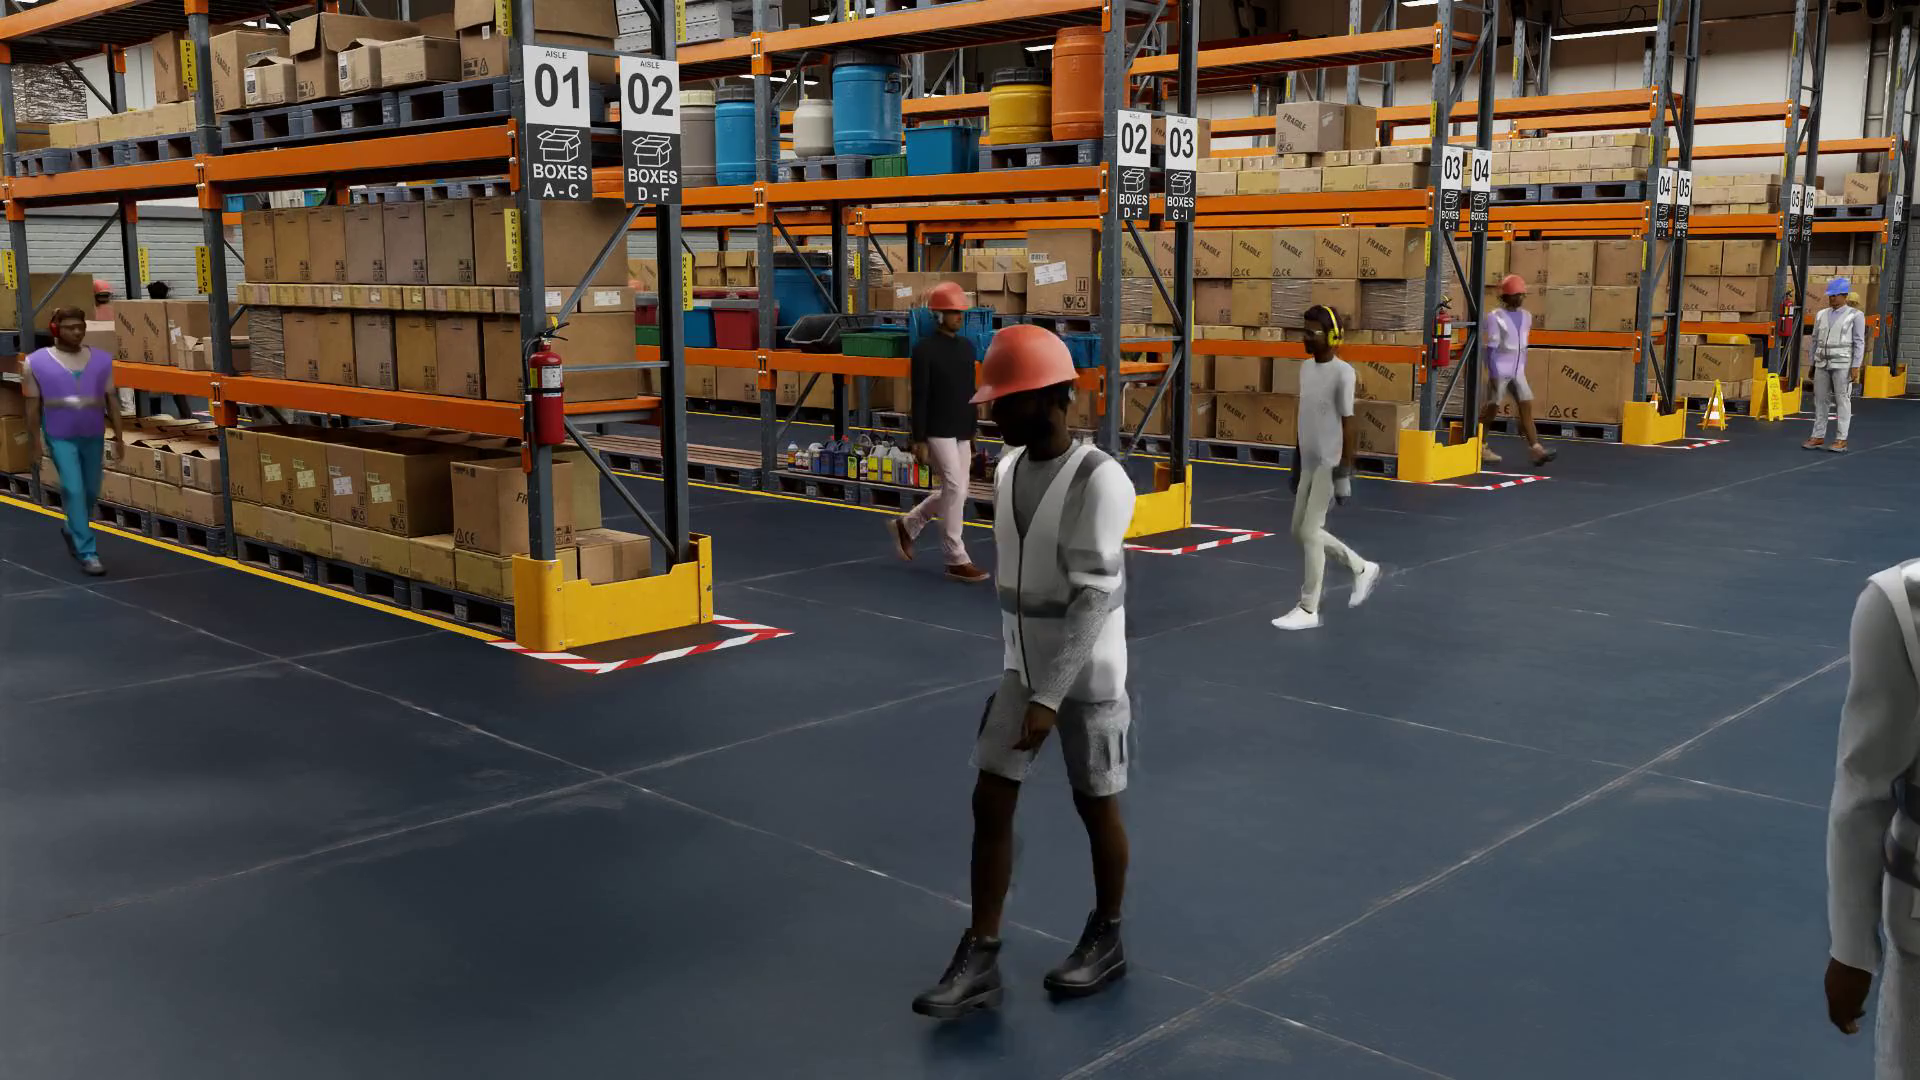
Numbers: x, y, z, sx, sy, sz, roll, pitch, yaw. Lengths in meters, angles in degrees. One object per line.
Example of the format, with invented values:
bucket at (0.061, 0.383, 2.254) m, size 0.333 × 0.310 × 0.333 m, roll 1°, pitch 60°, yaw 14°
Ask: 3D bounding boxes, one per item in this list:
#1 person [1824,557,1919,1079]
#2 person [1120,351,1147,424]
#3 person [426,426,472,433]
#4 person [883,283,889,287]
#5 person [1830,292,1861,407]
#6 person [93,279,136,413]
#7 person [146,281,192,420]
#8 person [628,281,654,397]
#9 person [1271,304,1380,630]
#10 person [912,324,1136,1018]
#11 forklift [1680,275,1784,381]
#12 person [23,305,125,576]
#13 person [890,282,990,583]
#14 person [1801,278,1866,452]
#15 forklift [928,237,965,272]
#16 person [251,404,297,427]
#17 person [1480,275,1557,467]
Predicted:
person at (1.743, 0.666, 2.776) m, size 0.584 × 1.883 × 0.339 m, roll 1°, pitch 9°, yaw 4°
person at (2.225, -2.342, 21.527) m, size 0.657 × 1.802 × 0.799 m, roll 1°, pitch 9°, yaw 9°
person at (-4.706, -1.418, 15.442) m, size 0.458 × 1.918 × 0.653 m, roll 6°, pitch 11°, yaw 31°
person at (-1.291, -3.206, 26.716) m, size 0.646 × 1.806 × 0.884 m, roll -6°, pitch 11°, yaw -35°
person at (13.076, -2.835, 24.785) m, size 0.516 × 1.692 × 0.531 m, roll -5°, pitch 10°, yaw -26°
person at (-9.299, -1.884, 18.269) m, size 1.024 × 1.955 × 0.632 m, roll 8°, pitch 12°, yaw 42°
person at (-9.019, -1.981, 18.911) m, size 1.001 × 1.917 × 0.632 m, roll 8°, pitch 12°, yaw 41°
person at (-4.688, -2.794, 24.008) m, size 1.013 × 1.883 × 0.568 m, roll 8°, pitch 13°, yaw 42°
person at (2.118, -0.422, 9.547) m, size 0.653 × 1.853 × 0.535 m, roll -3°, pitch 10°, yaw -16°
person at (0.183, 0.375, 4.510) m, size 0.856 × 1.891 × 0.534 m, roll -8°, pitch 12°, yaw -41°
forklift at (12.480, -3.427, 27.053) m, size 1.214 × 2.155 × 2.313 m, roll 9°, pitch 13°, yaw 43°
person at (-6.086, -0.703, 11.404) m, size 0.865 × 1.817 × 0.578 m, roll 8°, pitch 12°, yaw 41°
person at (-0.145, -0.728, 11.063) m, size 0.802 × 1.968 × 0.622 m, roll 6°, pitch 11°, yaw 34°
person at (9.884, -1.981, 18.817) m, size 0.403 × 1.943 × 0.616 m, roll -5°, pitch 10°, yaw -27°
forklift at (-0.326, -5.817, 39.609) m, size 1.129 × 2.768 × 1.873 m, roll 9°, pitch 13°, yaw 43°
person at (-6.217, -1.308, 15.170) m, size 0.709 × 1.794 × 0.603 m, roll 6°, pitch 11°, yaw 33°
person at (5.762, -1.747, 17.281) m, size 0.623 × 1.977 × 1.053 m, roll -4°, pitch 10°, yaw -26°
